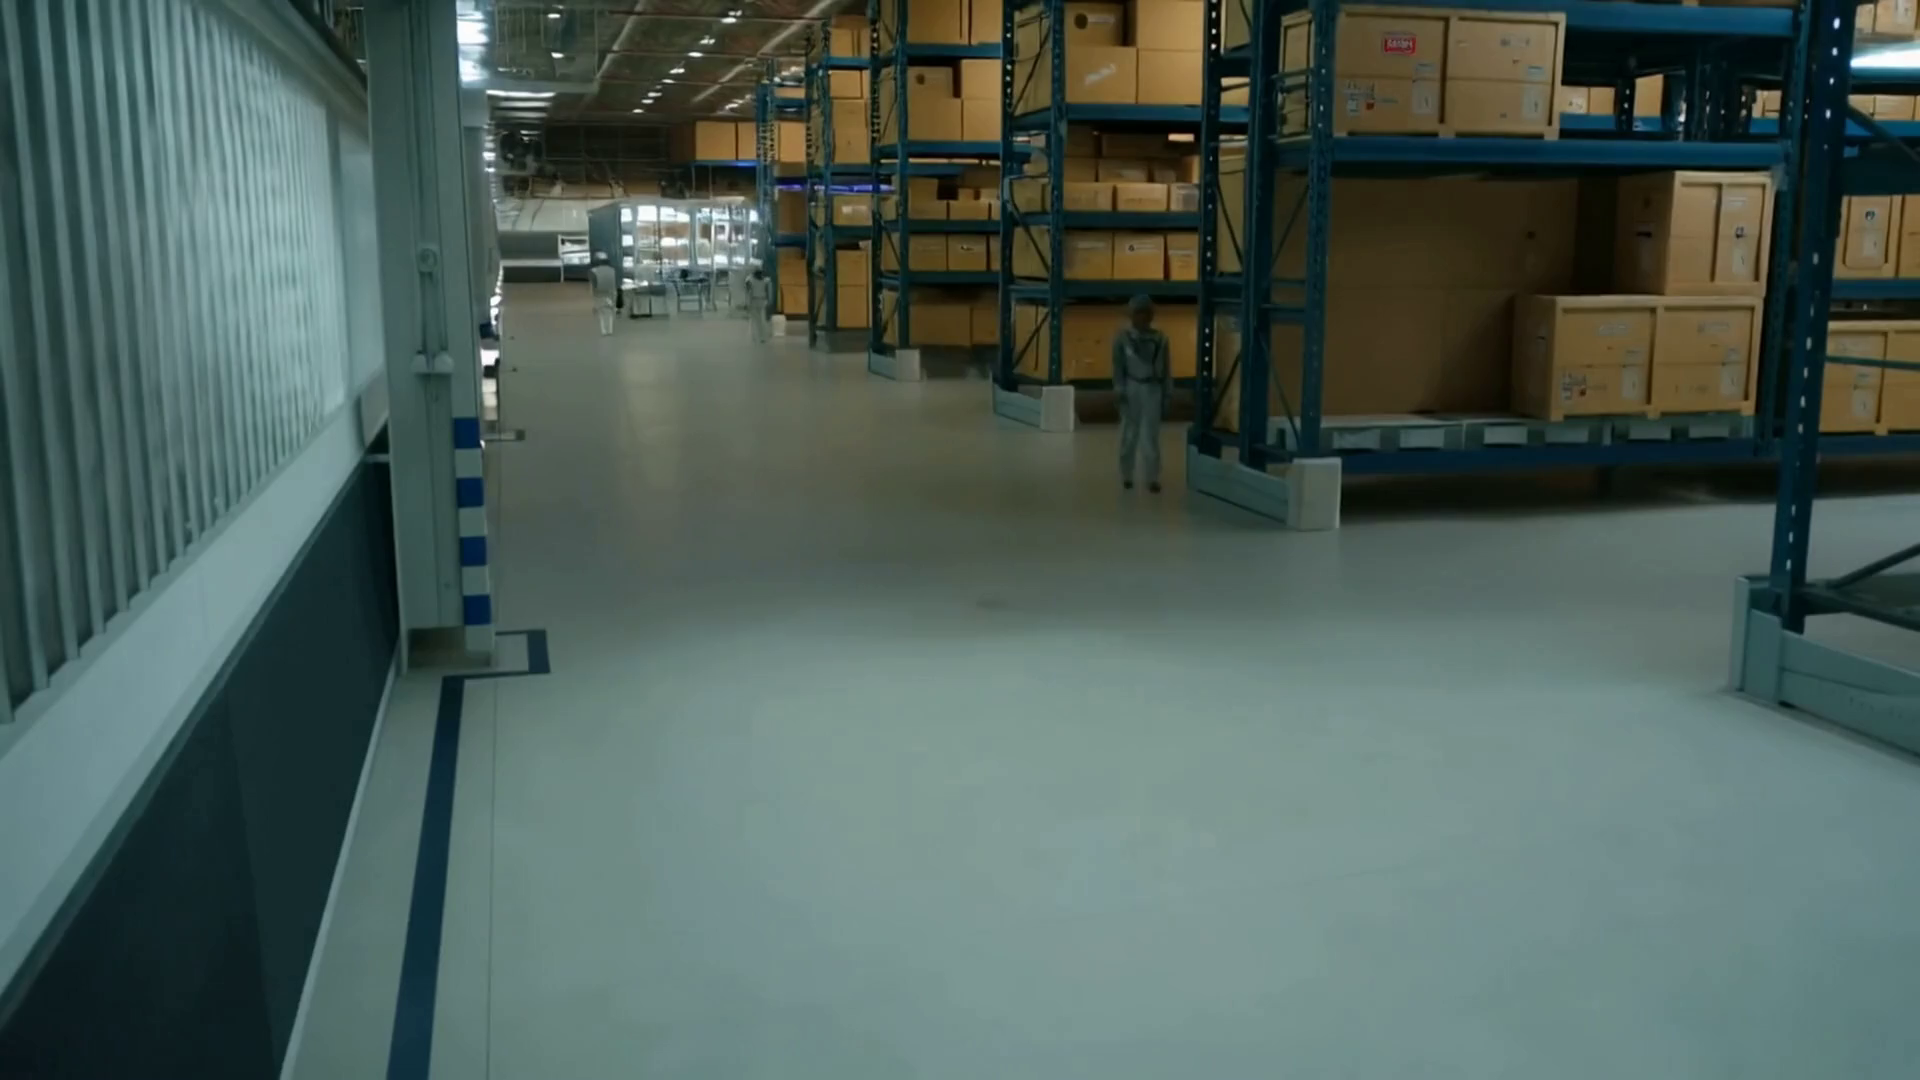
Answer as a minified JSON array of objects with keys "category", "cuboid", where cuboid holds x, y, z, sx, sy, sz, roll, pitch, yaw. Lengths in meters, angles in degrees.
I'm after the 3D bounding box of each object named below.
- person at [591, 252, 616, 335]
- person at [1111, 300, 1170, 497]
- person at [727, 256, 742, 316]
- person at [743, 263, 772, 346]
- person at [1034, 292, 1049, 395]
[{"category":"person","cuboid":[-8.220,-5.691,38.402,0.571,1.884,0.972,-1,10,-8]},{"category":"person","cuboid":[1.470,-1.155,13.554,0.525,1.581,0.874,-1,10,-8]},{"category":"person","cuboid":[-6.502,-7.327,48.114,0.485,1.735,0.346,5,11,25]},{"category":"person","cuboid":[-4.155,-4.828,34.097,0.586,1.694,0.853,-2,10,-11]},{"category":"person","cuboid":[1.238,-2.647,21.093,0.703,1.909,0.567,-3,10,-14]}]
